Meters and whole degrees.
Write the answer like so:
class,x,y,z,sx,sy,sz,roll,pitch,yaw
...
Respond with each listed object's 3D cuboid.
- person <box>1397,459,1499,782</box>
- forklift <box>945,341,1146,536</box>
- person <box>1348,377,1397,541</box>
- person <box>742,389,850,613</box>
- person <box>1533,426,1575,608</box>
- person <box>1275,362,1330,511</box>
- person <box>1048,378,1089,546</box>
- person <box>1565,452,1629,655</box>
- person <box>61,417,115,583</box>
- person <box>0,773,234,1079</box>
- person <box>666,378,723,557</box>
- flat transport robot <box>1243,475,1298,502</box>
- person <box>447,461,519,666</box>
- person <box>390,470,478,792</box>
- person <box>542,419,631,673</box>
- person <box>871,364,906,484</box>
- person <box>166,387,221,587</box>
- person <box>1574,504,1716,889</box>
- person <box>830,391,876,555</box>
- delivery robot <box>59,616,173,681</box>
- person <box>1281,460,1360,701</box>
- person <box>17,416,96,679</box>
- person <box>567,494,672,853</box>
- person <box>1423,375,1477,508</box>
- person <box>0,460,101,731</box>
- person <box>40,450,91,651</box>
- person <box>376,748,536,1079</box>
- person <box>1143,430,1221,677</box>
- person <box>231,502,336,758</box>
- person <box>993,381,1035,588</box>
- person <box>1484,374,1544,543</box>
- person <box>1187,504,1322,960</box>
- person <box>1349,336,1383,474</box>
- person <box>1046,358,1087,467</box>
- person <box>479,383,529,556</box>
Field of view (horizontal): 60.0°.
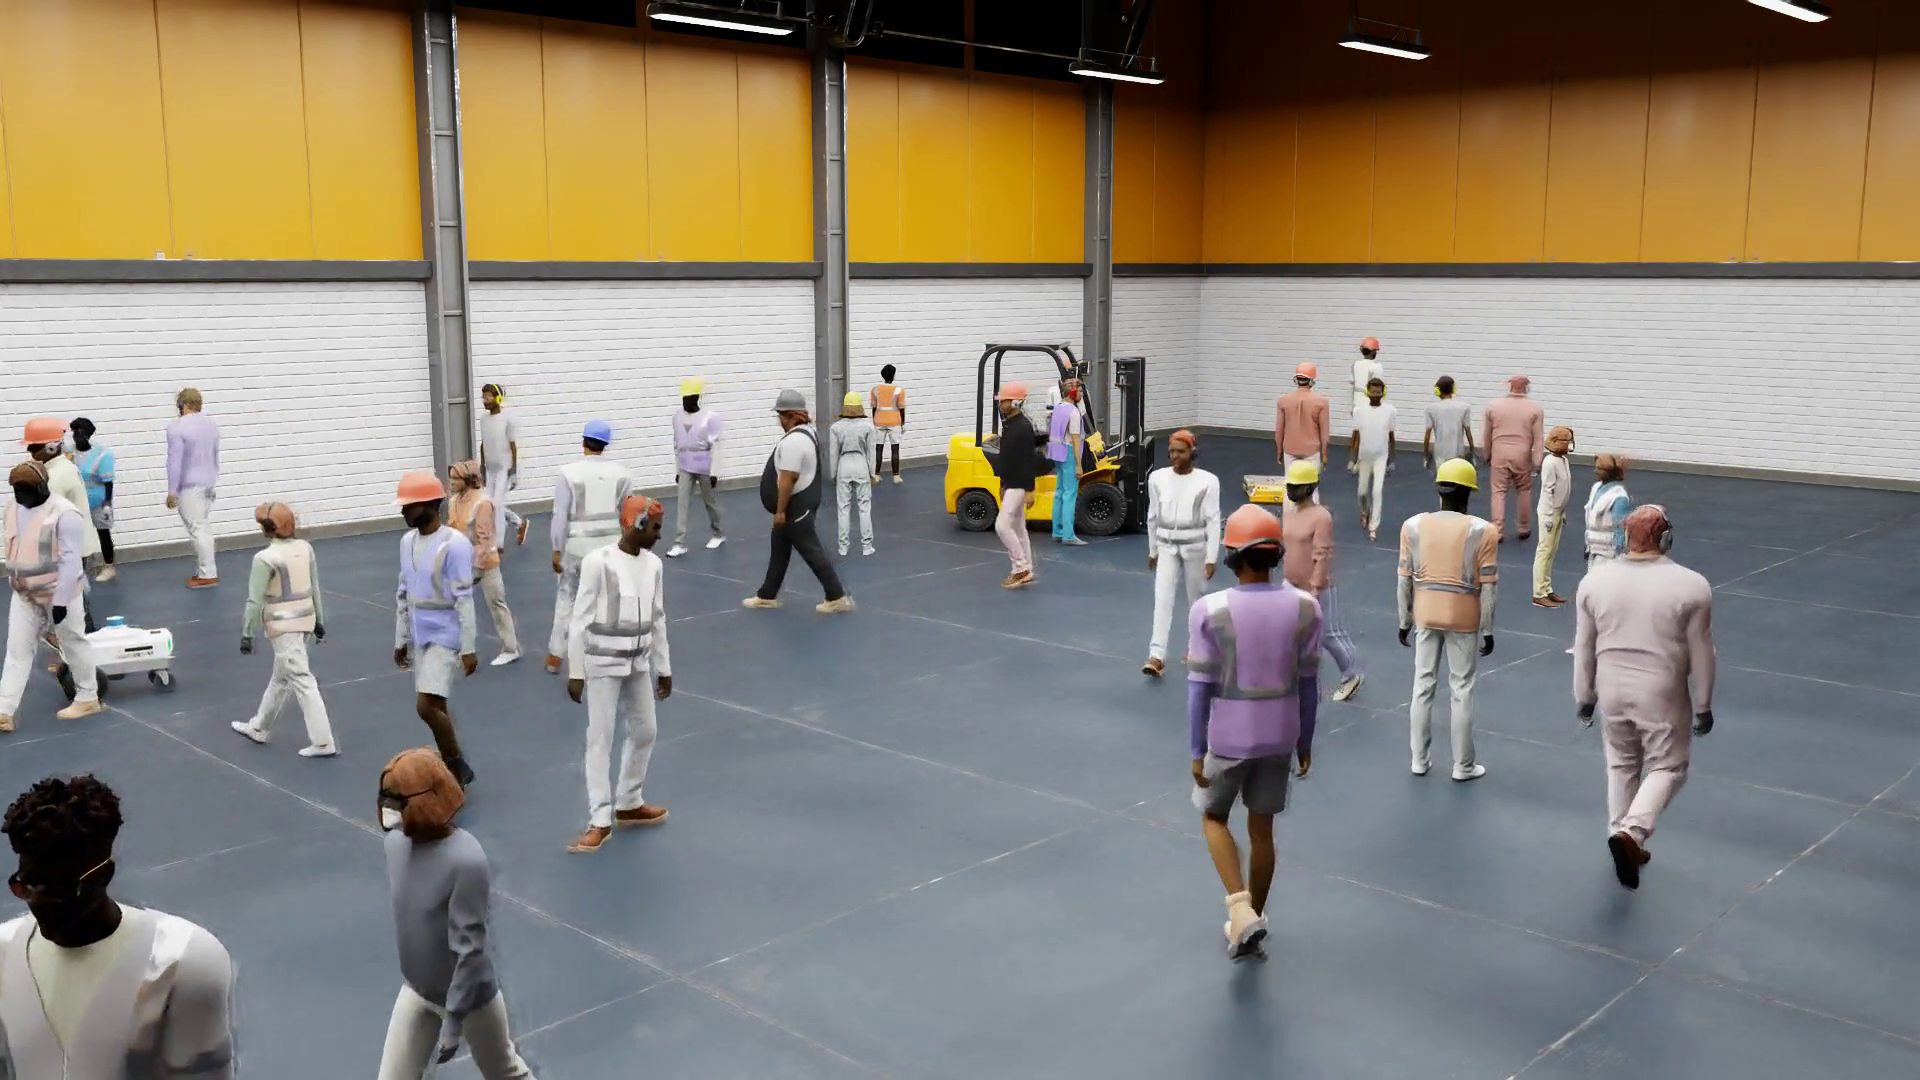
class,x,y,z,sx,sy,sz,roll,pitch,yaw
person,2.900,0.474,9.892,0.589,1.918,0.390,6,11,34
forklift,0.977,-1.223,19.452,2.313,2.155,1.214,2,9,11
person,4.669,-0.941,18.846,0.515,1.839,0.822,3,10,16
person,-1.425,-0.365,14.663,1.002,2.000,0.690,1,9,5
person,5.359,-0.216,14.992,0.285,1.634,0.499,6,11,35
person,3.852,-1.002,18.706,0.612,1.995,0.392,4,10,25
person,1.172,-0.853,18.260,0.373,1.840,0.572,-4,10,-21
person,5.122,0.104,13.057,0.623,1.616,0.515,0,9,1
person,-8.266,-0.353,15.784,0.545,1.632,0.848,-1,9,-5
person,-1.920,1.450,3.829,0.601,1.948,0.536,0,9,0
person,-2.821,-0.790,17.785,0.601,1.880,0.974,4,10,22
flat transport robot,4.133,-0.691,22.070,0.652,0.197,1.431,1,9,5
person,-3.693,0.207,12.508,0.524,1.593,0.843,7,11,36
person,-2.992,0.556,9.384,0.562,1.917,0.443,7,12,38
person,-2.826,0.050,12.558,0.737,1.915,0.491,-7,12,-37
person,-1.007,-1.634,23.521,0.524,1.690,0.320,3,10,15
person,-7.282,-0.484,15.845,0.371,1.910,0.660,2,9,9
person,3.336,0.768,8.184,0.663,1.888,0.674,9,13,43
person,-1.132,-0.707,17.676,0.493,1.740,0.325,0,9,1
delivery robot,-6.006,0.788,11.850,0.707,0.478,0.477,-6,11,-33
person,2.438,0.299,11.538,0.860,1.733,0.525,-5,11,-29
person,-6.597,0.075,12.176,0.529,1.966,0.618,-5,10,-27
person,-1.821,0.693,8.785,0.348,1.854,0.697,6,11,34
person,5.507,-0.933,18.734,0.555,1.846,0.491,1,9,9
person,-6.084,0.371,10.925,0.686,1.786,0.922,3,10,18
person,-7.032,0.096,13.094,0.346,1.618,0.533,-4,10,-23
person,-1.605,1.413,5.195,0.501,1.584,0.899,6,11,31
person,1.654,0.098,12.460,0.603,1.828,0.972,4,10,25
person,-4.260,0.558,10.330,0.835,1.591,0.544,2,9,13
person,0.500,-0.516,15.756,0.539,1.978,0.647,-2,10,-14
person,6.186,-0.916,18.574,0.669,1.871,0.887,5,10,26
person,1.277,0.861,7.217,0.608,2.028,0.547,-2,9,-9
person,6.029,-1.986,24.611,0.384,2.043,0.609,-7,11,-36
person,1.328,-1.305,20.767,0.576,1.925,0.448,4,10,23
person,-4.854,-0.750,17.638,0.508,1.850,0.673,5,11,30
